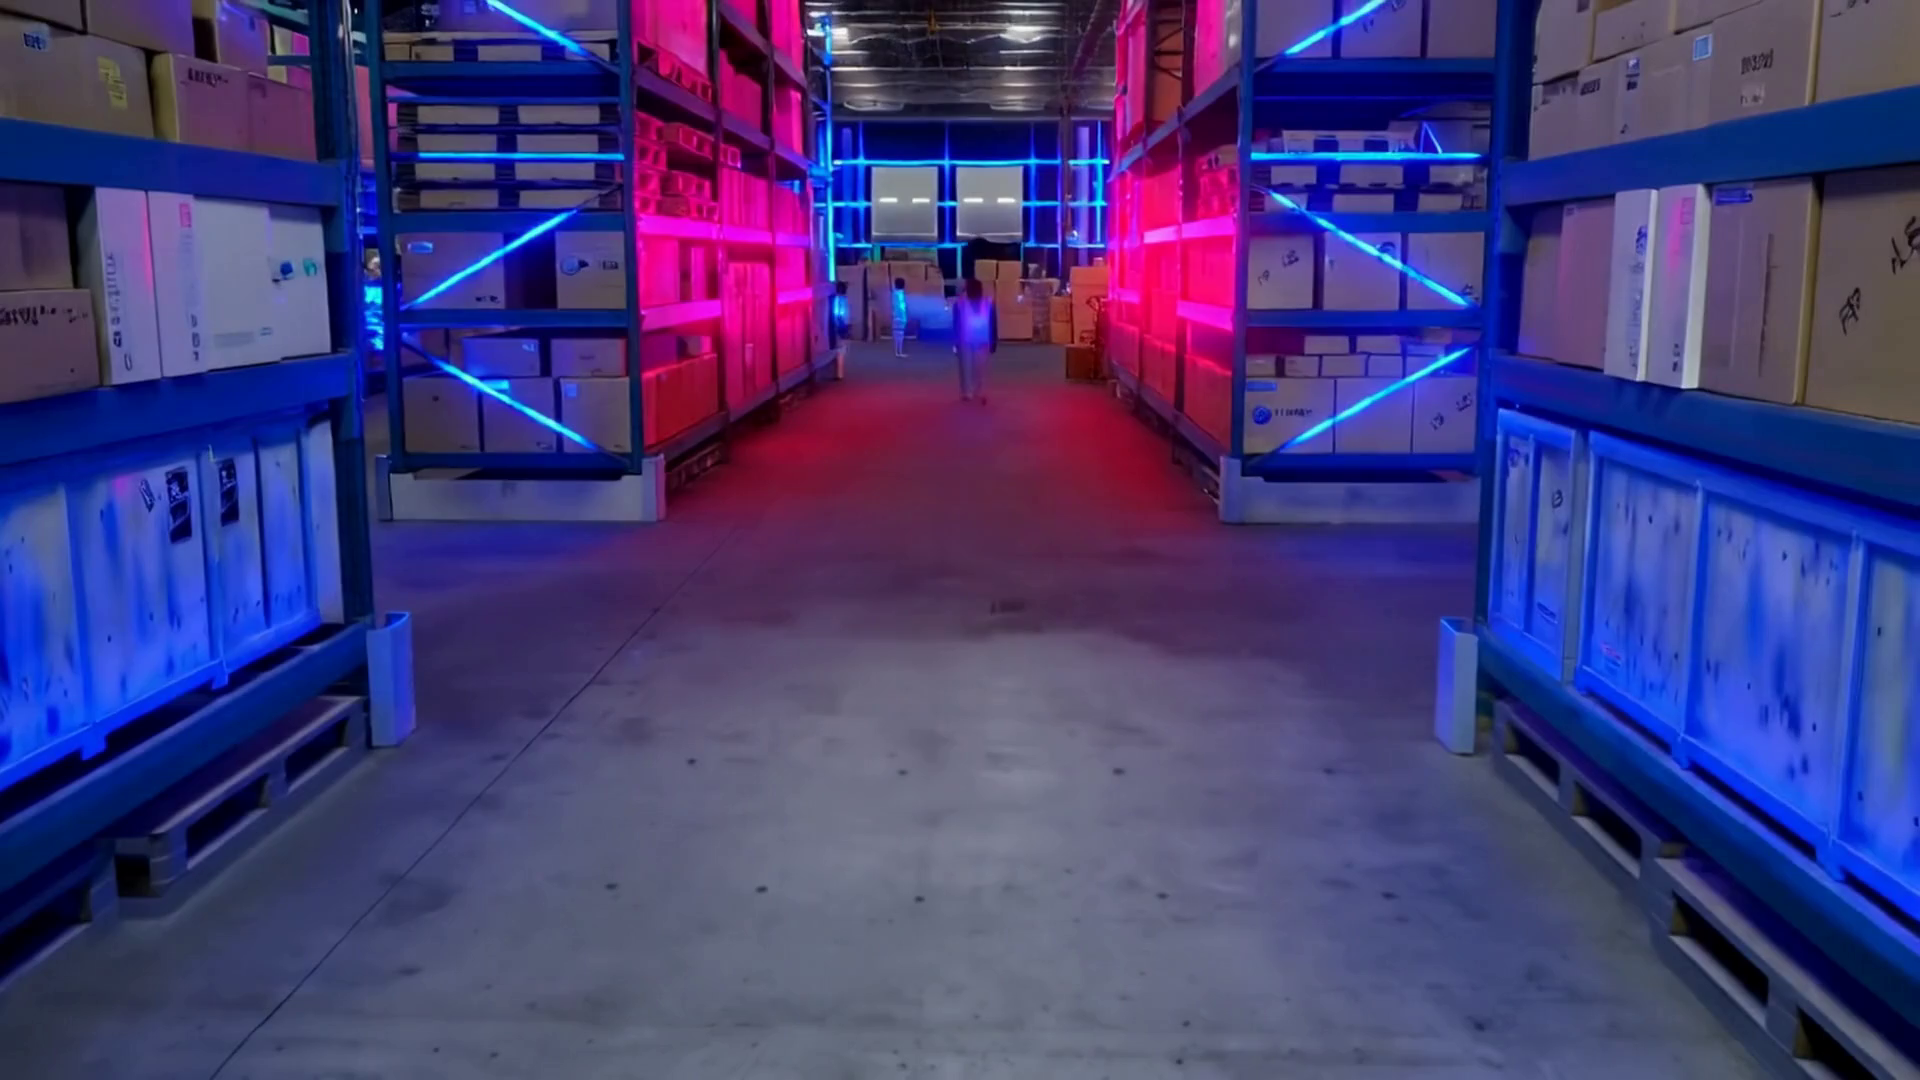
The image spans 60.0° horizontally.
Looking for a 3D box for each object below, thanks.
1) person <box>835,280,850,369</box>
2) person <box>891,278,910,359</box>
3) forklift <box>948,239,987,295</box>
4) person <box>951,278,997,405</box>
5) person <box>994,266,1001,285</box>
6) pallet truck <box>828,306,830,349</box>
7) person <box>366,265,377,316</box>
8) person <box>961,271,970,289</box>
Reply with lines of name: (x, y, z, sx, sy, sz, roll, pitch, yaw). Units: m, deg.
person: (-2.249, -4.087, 31.596, 0.366, 1.683, 0.550, -5, 11, -26)
person: (-1.258, -4.665, 35.045, 0.316, 1.696, 0.541, -5, 11, -29)
forklift: (0.600, -8.940, 57.110, 1.873, 2.768, 1.129, 4, 10, 20)
person: (0.200, -2.844, 23.855, 0.661, 1.786, 0.982, 0, 9, -3)
person: (1.296, -9.032, 60.562, 0.422, 1.905, 0.607, 5, 11, 30)
pallet truck: (-3.100, -3.940, 29.800, 1.885, 1.965, 0.823, 3, 10, 19)
person: (-22.178, -9.398, 62.735, 0.383, 1.917, 0.584, -6, 11, -32)
person: (0.307, -8.853, 60.128, 0.540, 1.696, 0.315, -1, 10, -5)
